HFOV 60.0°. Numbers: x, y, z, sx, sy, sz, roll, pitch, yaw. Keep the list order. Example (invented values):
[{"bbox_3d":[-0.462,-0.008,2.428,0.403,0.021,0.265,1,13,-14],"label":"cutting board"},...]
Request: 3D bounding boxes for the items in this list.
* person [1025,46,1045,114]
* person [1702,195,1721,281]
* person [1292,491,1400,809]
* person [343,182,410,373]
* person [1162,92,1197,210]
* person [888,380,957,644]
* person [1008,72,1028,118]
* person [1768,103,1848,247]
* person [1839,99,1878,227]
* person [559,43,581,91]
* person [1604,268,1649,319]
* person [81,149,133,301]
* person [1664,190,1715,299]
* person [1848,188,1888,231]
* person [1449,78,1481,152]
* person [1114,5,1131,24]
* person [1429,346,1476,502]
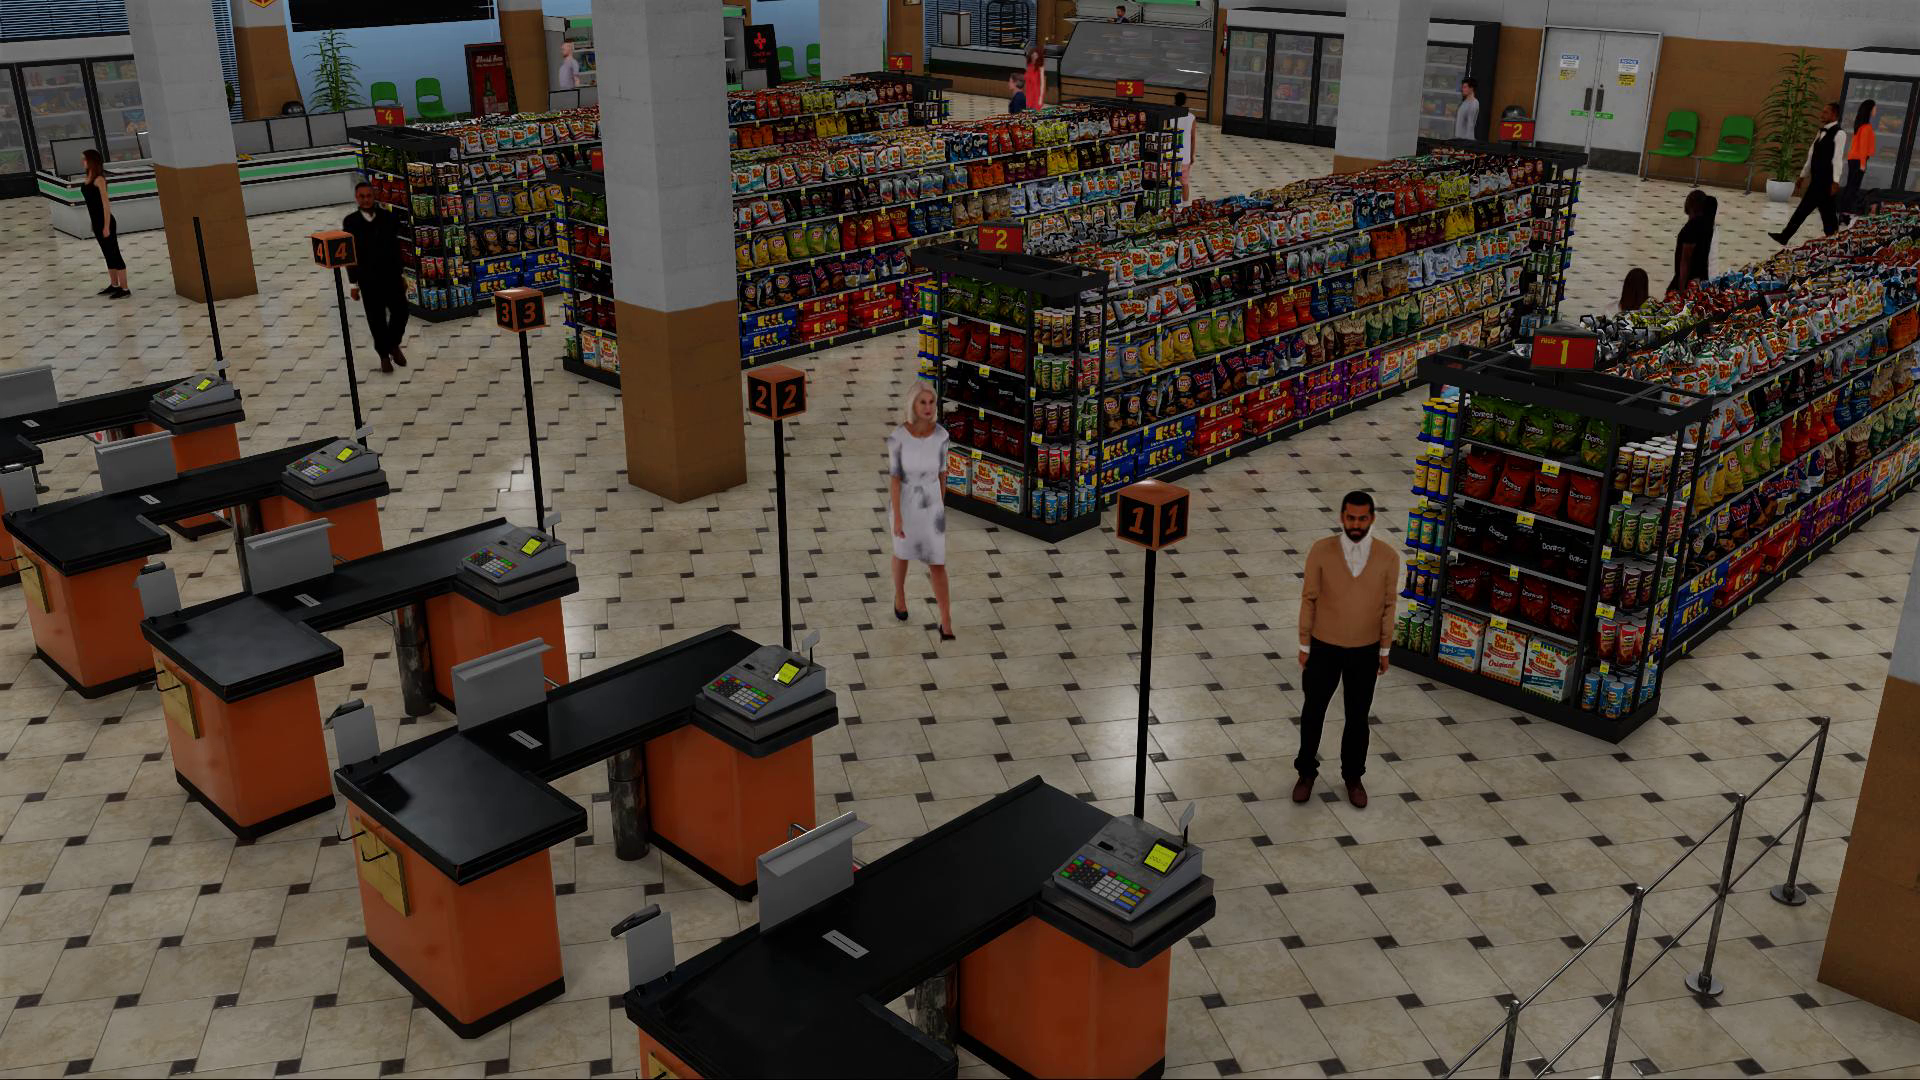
[{"bbox_3d":[1.380,-8.014,30.133,0.656,1.789,0.637,-15,26,-33],"label":"person"},{"bbox_3d":[7.755,-2.712,17.196,0.730,1.595,1.041,16,27,34],"label":"person"},{"bbox_3d":[2.039,0.565,8.828,0.755,1.755,0.793,2,22,6],"label":"person"},{"bbox_3d":[-5.821,-2.625,16.585,0.726,1.891,0.869,-12,25,-28],"label":"person"},{"bbox_3d":[3.148,-5.541,23.979,0.696,1.789,0.793,-4,22,-10],"label":"person"},{"bbox_3d":[-0.320,-0.206,10.818,1.101,1.701,0.981,-6,23,-16],"label":"person"},{"bbox_3d":[0.969,-6.195,25.567,1.186,1.816,1.232,4,22,9],"label":"person"},{"bbox_3d":[11.456,-4.748,21.901,1.316,1.865,1.267,0,22,1],"label":"person"},{"bbox_3d":[12.687,-5.341,23.537,0.761,1.747,0.635,8,23,18],"label":"person"},{"bbox_3d":[-7.099,-8.124,30.339,0.597,1.839,0.674,-17,28,-37],"label":"person"},{"bbox_3d":[5.548,-1.439,13.905,0.685,1.688,0.707,4,22,10],"label":"person"},{"bbox_3d":[-10.038,-3.710,19.506,0.569,1.726,0.505,19,29,39],"label":"person"},{"bbox_3d":[7.302,-2.522,16.483,0.845,1.775,0.988,16,27,35],"label":"person"},{"bbox_3d":[9.448,-2.894,17.559,0.885,1.663,0.923,-8,23,-18],"label":"person"},{"bbox_3d":[7.695,-5.993,25.072,1.180,1.812,1.088,-1,22,-3],"label":"person"},{"bbox_3d":[3.720,-11.416,38.500,0.578,1.863,0.620,-19,29,-39],"label":"person"},{"bbox_3d":[3.894,-0.940,13.226,0.589,1.268,0.624,9,23,20],"label":"person"}]
